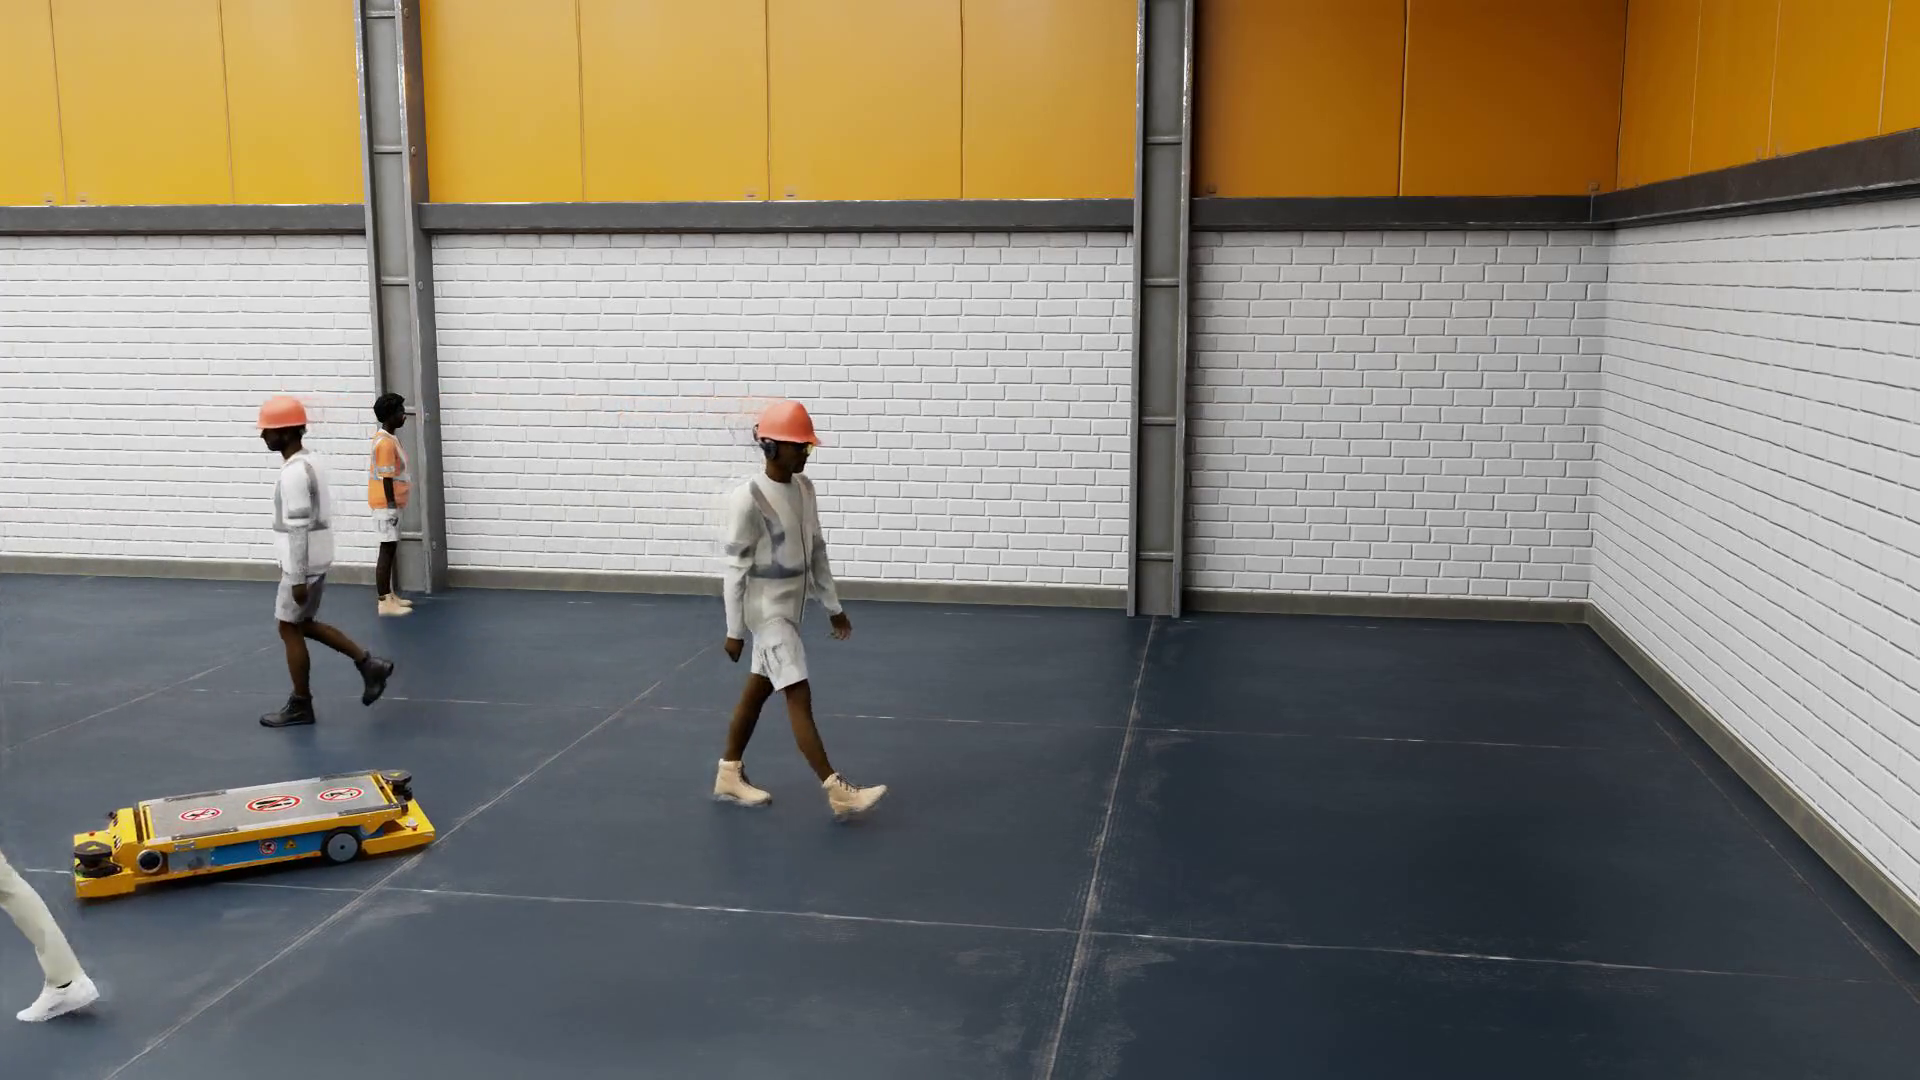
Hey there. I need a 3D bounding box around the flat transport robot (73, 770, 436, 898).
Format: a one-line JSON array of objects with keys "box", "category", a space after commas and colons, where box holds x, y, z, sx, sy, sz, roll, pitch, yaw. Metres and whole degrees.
[{"box": [-3.136, 1.279, 7.404, 1.431, 0.197, 0.652, -5, 10, -28], "category": "flat transport robot"}]

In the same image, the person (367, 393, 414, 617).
[{"box": [-4.319, -0.270, 12.603, 0.321, 1.690, 0.530, -3, 10, -17], "category": "person"}]

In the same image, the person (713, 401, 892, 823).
[{"box": [-0.776, 0.340, 7.890, 1.041, 1.985, 0.608, 4, 10, 22], "category": "person"}]

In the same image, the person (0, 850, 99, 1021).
[{"box": [-3.473, 0.796, 5.639, 0.984, 1.828, 0.519, 0, 9, 2], "category": "person"}]

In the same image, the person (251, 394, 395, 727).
[{"box": [-3.674, 0.118, 9.508, 0.650, 1.916, 0.564, -2, 9, -10], "category": "person"}]
